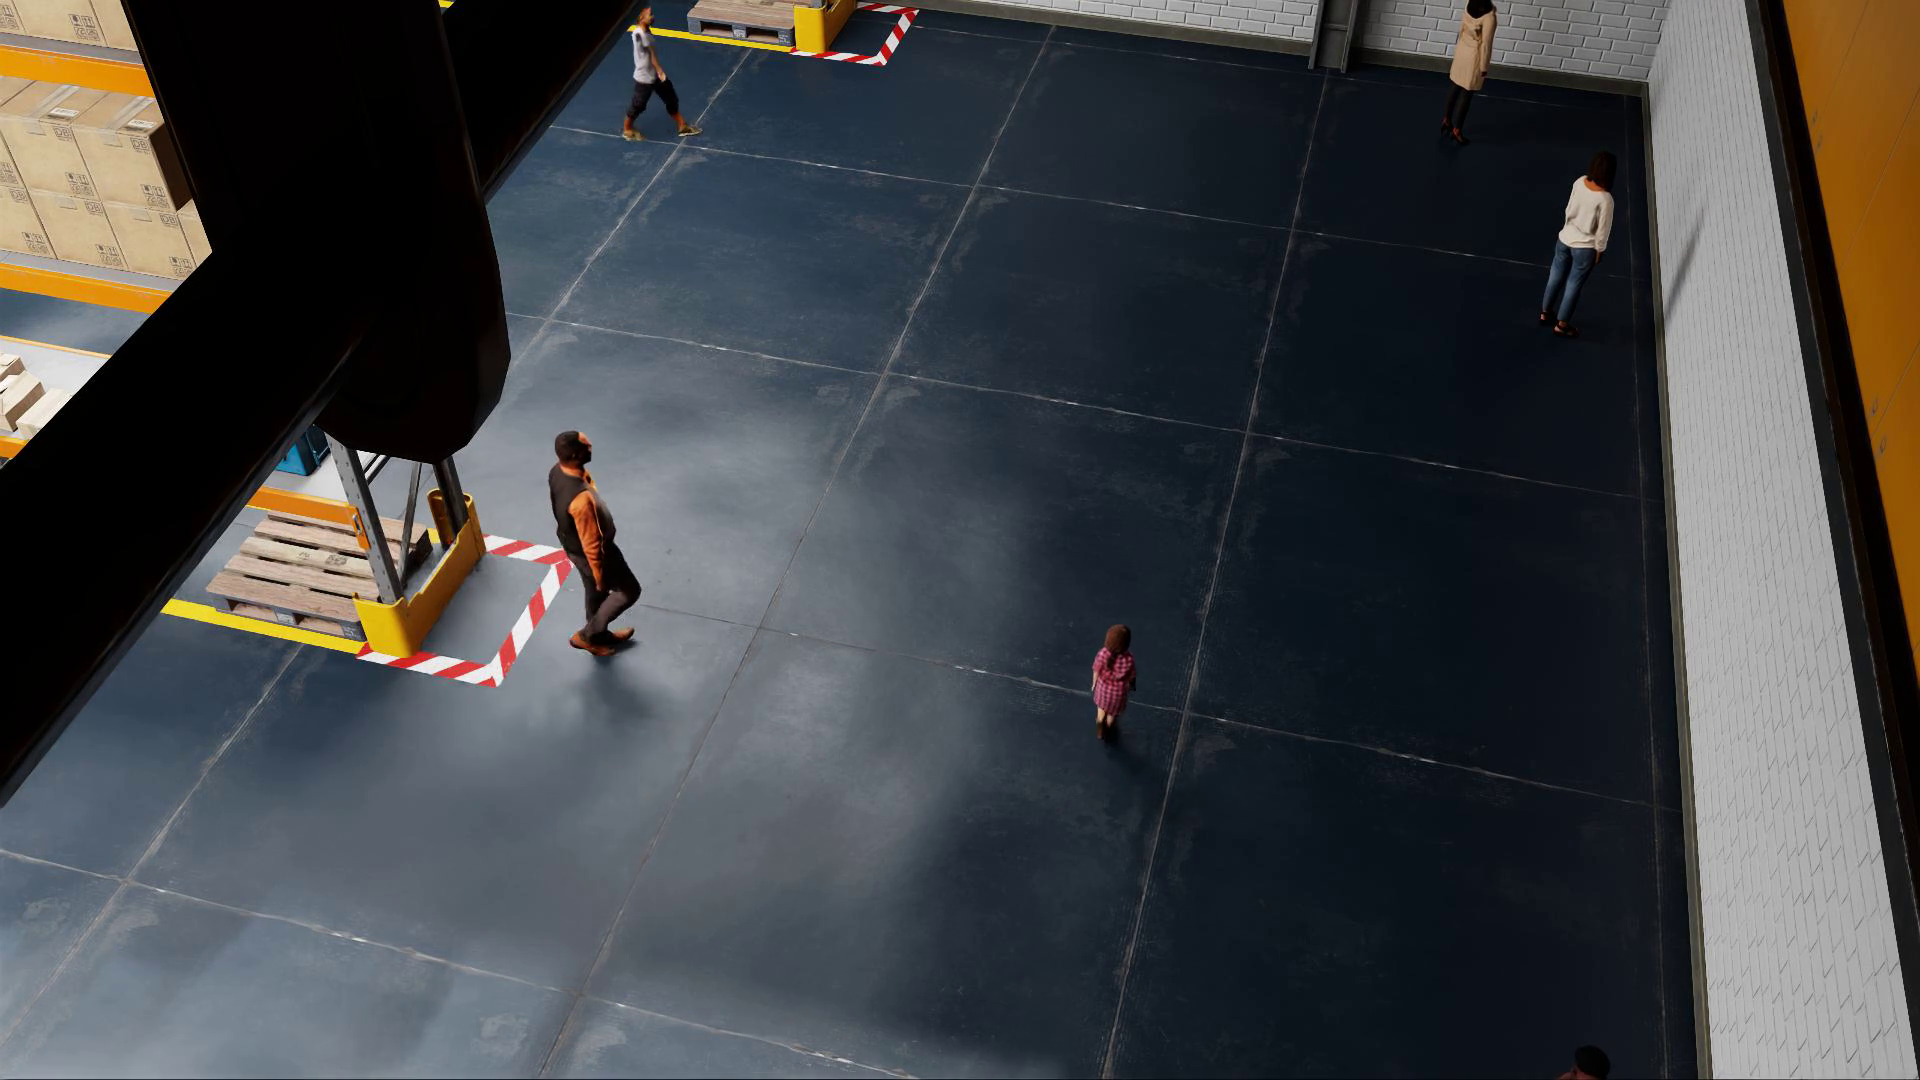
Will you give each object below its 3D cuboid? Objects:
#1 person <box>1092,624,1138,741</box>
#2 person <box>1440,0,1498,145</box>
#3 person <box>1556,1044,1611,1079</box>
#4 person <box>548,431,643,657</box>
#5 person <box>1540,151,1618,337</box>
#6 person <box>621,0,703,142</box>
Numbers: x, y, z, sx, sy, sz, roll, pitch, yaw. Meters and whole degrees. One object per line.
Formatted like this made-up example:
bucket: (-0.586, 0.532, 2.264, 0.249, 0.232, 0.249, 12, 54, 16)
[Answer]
person: (0.959, 0.937, 10.557, 0.416, 1.014, 0.505, 14, 45, 14)
person: (4.886, -4.605, 15.890, 0.710, 1.681, 0.725, -10, 45, -10)
person: (3.000, 2.898, 8.322, 0.582, 1.256, 0.648, -20, 47, -20)
person: (-2.487, 0.099, 10.797, 0.947, 1.895, 0.887, -21, 47, -21)
person: (5.067, -2.427, 13.603, 0.731, 1.682, 0.695, -16, 46, -17)
person: (-3.072, -4.511, 15.984, 1.066, 1.416, 0.720, 1, 44, 1)
